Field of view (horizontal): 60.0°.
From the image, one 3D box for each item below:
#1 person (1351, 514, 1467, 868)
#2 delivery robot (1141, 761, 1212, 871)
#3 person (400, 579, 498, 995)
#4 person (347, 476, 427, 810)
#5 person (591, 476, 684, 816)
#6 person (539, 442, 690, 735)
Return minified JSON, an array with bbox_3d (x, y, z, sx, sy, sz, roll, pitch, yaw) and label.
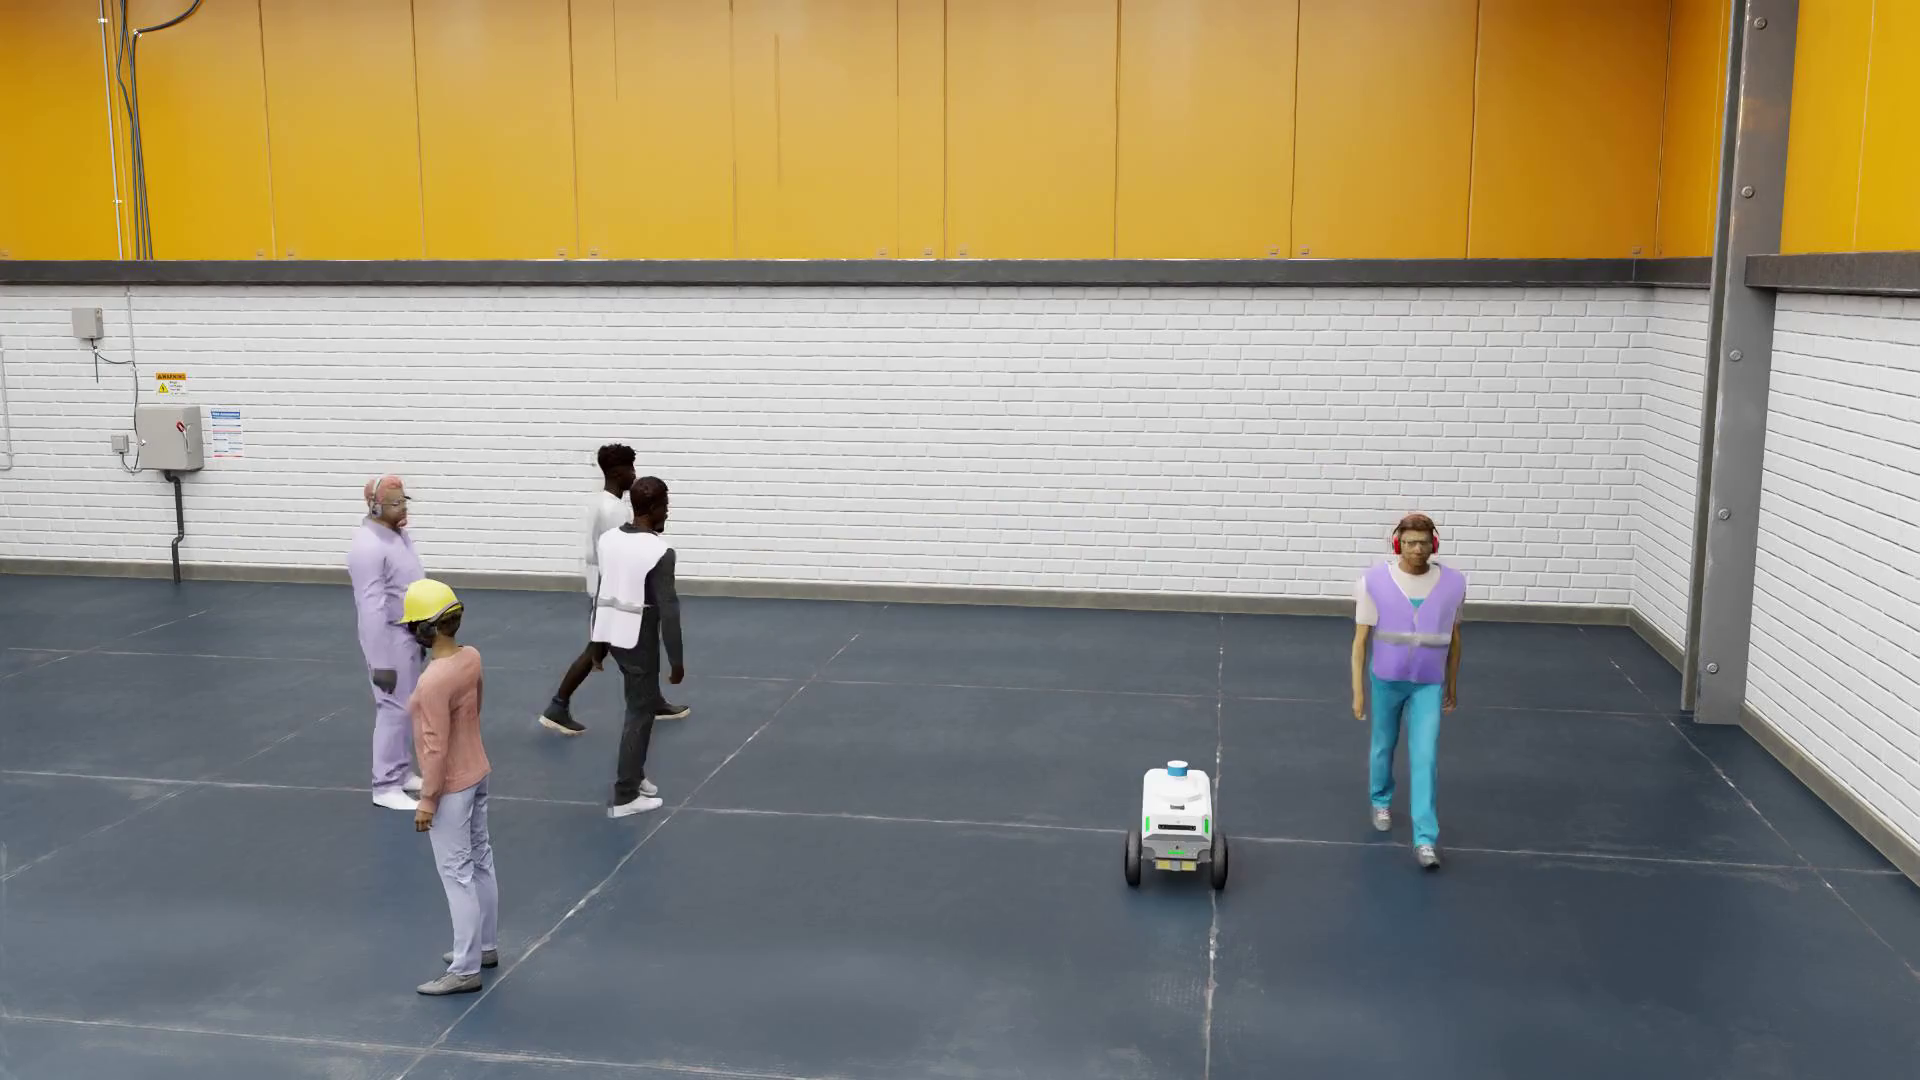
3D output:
[{"bbox_3d":[2.333,0.743,8.692,0.586,1.792,0.989,1,9,5],"label":"person"},{"bbox_3d":[1.092,1.357,8.383,0.477,0.478,0.707,1,10,7],"label":"delivery robot"},{"bbox_3d":[-2.160,1.032,7.005,0.327,1.760,0.523,1,9,4],"label":"person"},{"bbox_3d":[-3.201,0.579,9.455,0.409,1.904,0.729,-1,9,-5],"label":"person"},{"bbox_3d":[-1.789,0.588,9.335,0.622,1.889,0.579,9,13,42],"label":"person"},{"bbox_3d":[-2.325,0.315,10.944,1.002,1.924,0.619,-3,10,-18],"label":"person"}]
